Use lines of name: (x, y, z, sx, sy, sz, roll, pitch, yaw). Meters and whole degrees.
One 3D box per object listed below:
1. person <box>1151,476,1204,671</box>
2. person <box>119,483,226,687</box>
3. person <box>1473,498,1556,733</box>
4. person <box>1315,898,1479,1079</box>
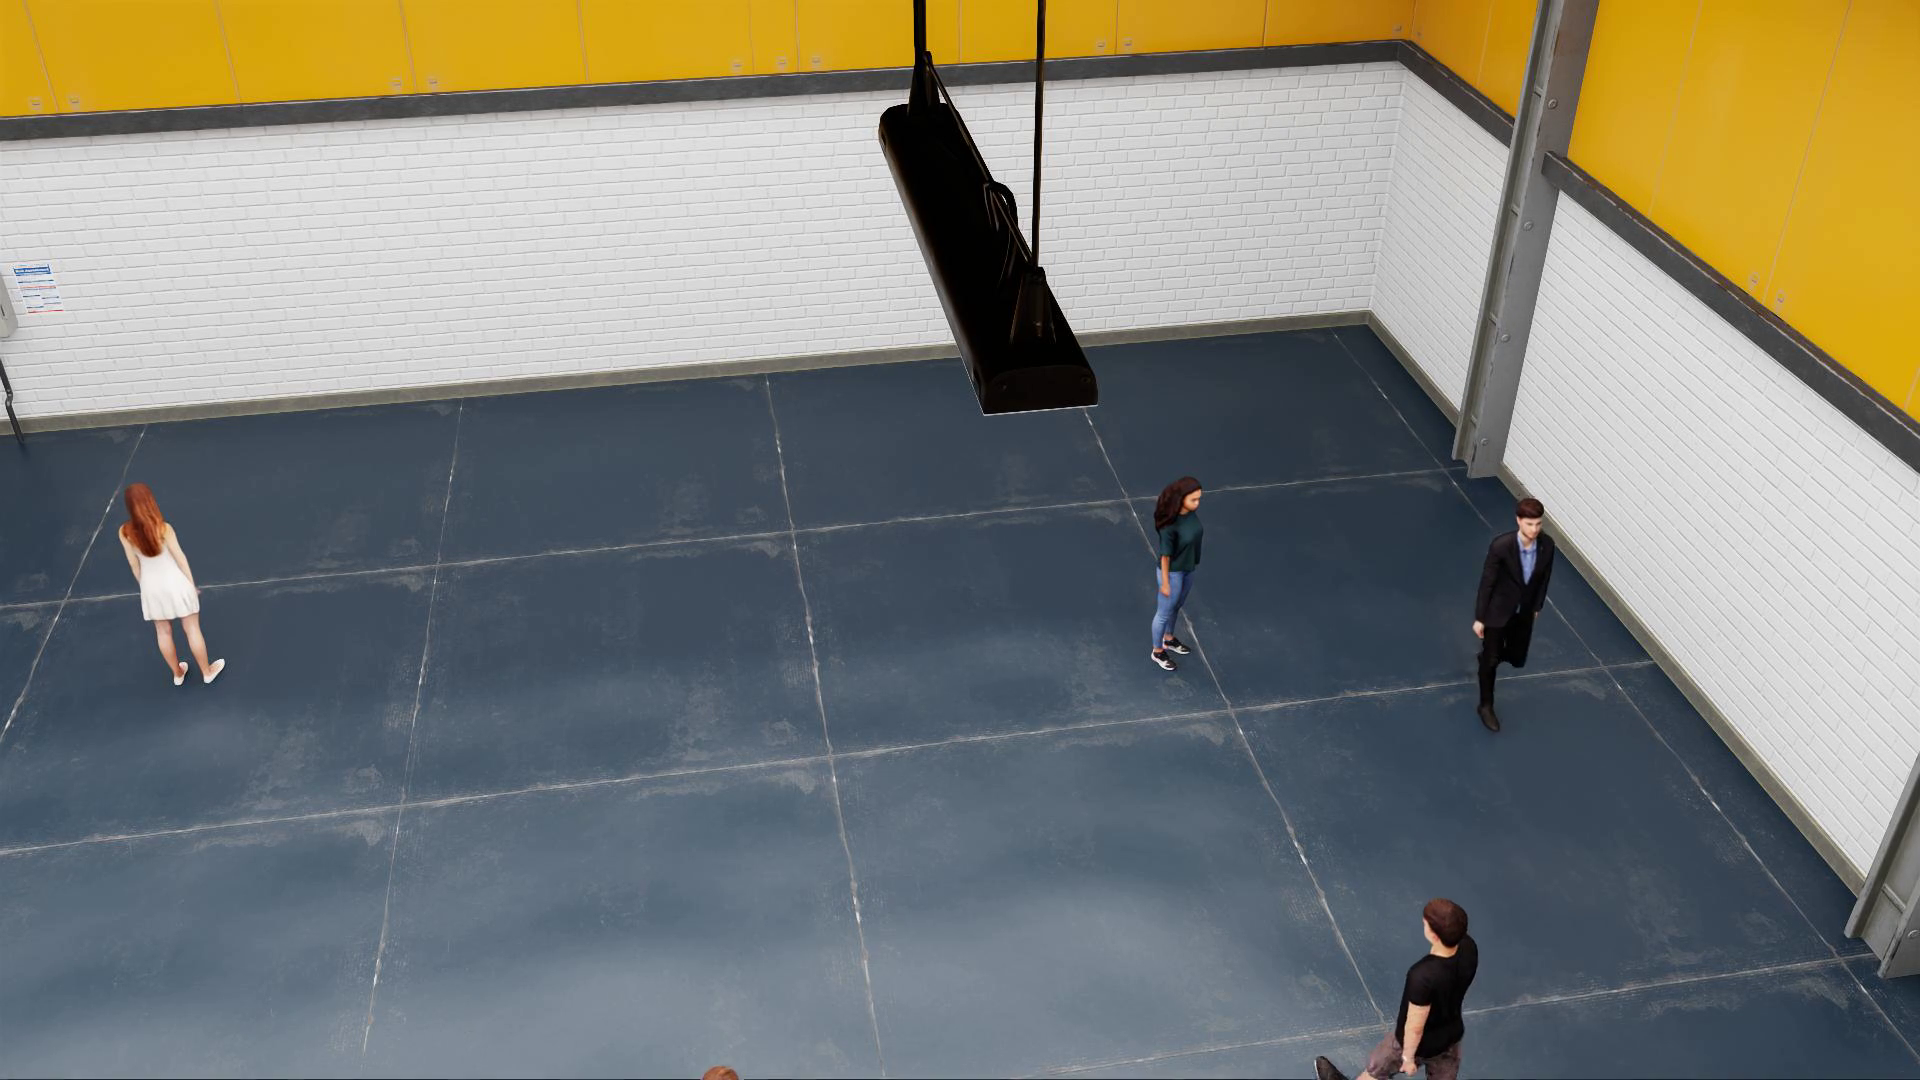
person: (1.623, 0.217, 12.543, 0.772, 1.616, 0.712, 21, 39, 29)
person: (-5.869, 0.338, 12.281, 0.570, 1.705, 0.550, -2, 34, -4)
person: (3.901, 0.467, 11.932, 0.727, 1.877, 0.875, -3, 34, -5)
person: (2.518, 2.635, 8.726, 0.976, 1.815, 1.241, -20, 39, -28)
